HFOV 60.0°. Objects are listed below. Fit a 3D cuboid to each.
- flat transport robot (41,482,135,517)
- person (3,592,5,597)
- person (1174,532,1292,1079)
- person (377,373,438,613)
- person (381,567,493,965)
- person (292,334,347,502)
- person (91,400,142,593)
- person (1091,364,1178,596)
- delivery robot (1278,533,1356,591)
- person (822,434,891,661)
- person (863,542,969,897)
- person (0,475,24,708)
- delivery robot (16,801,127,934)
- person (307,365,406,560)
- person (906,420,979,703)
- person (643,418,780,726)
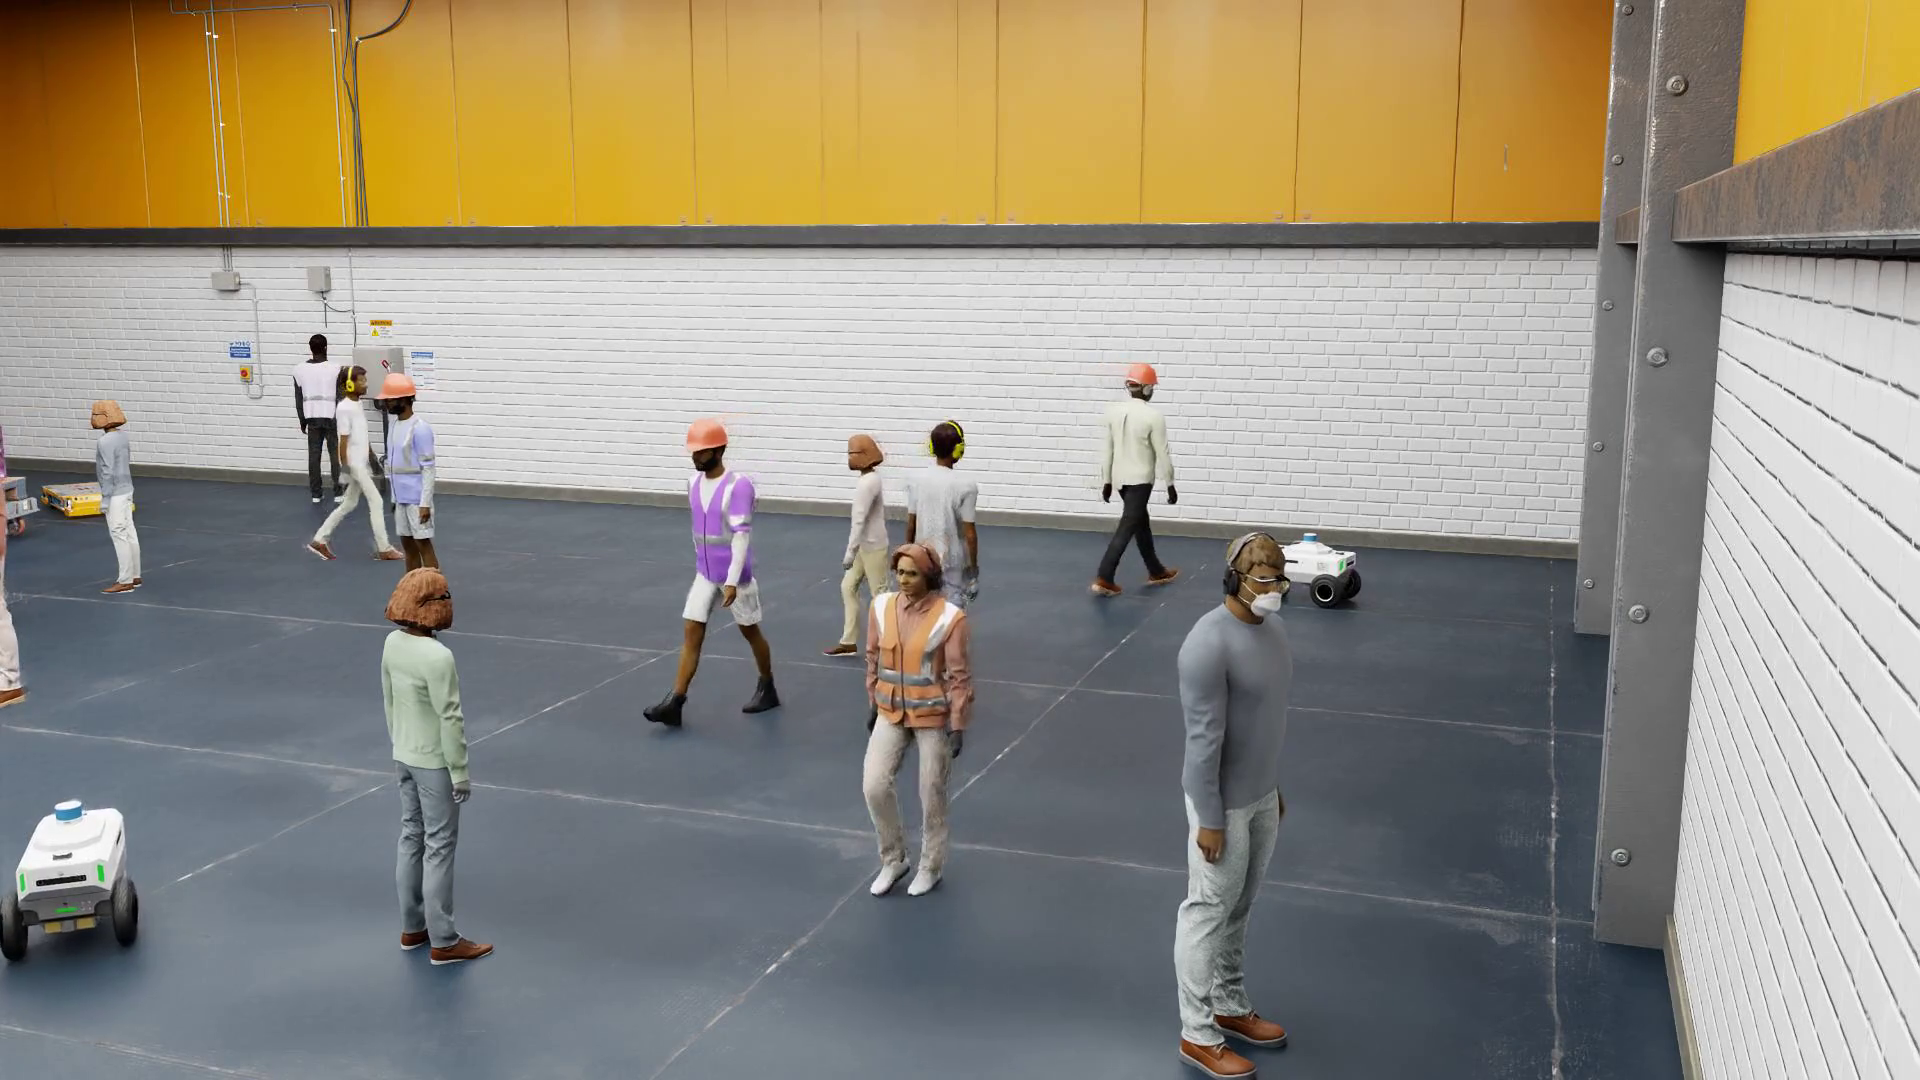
[{"bbox_3d":[-9.680,-0.467,18.434,0.652,0.197,1.431,-8,13,-38],"label":"flat transport robot"},{"bbox_3d":[-7.335,-0.167,12.357,0.529,1.841,0.625,0,10,0],"label":"person"},{"bbox_3d":[0.988,0.923,5.922,0.375,1.936,0.627,7,12,34],"label":"person"},{"bbox_3d":[-4.319,-0.340,13.034,0.547,1.934,0.375,10,14,43],"label":"person"},{"bbox_3d":[-2.165,0.916,6.807,0.507,1.633,0.277,10,14,43],"label":"person"},{"bbox_3d":[-7.247,-1.377,18.919,0.593,1.920,0.392,0,10,-2],"label":"person"},{"bbox_3d":[-7.136,-0.369,14.045,0.279,1.633,0.506,-1,10,-8],"label":"person"},{"bbox_3d":[1.487,-0.512,14.017,1.069,1.939,0.632,-8,13,-37],"label":"person"},{"bbox_3d":[2.873,0.188,13.681,0.707,0.478,0.477,6,12,33],"label":"delivery robot"},{"bbox_3d":[-0.722,0.070,11.621,0.681,1.607,0.507,-1,10,-3],"label":"person"},{"bbox_3d":[-0.217,0.813,7.391,0.551,1.619,0.472,5,11,26],"label":"person"},{"bbox_3d":[-6.244,0.080,10.503,0.622,1.990,0.402,8,13,37],"label":"person"},{"bbox_3d":[-3.781,1.358,7.091,0.477,0.478,0.707,-4,11,-21],"label":"delivery robot"},{"bbox_3d":[-5.628,-0.701,15.396,0.920,1.825,0.518,-2,10,-11],"label":"person"},{"bbox_3d":[-0.133,0.178,10.360,0.542,1.851,0.650,4,11,21],"label":"person"},{"bbox_3d":[-1.490,0.197,10.164,0.565,1.880,1.009,7,12,35],"label":"person"}]
